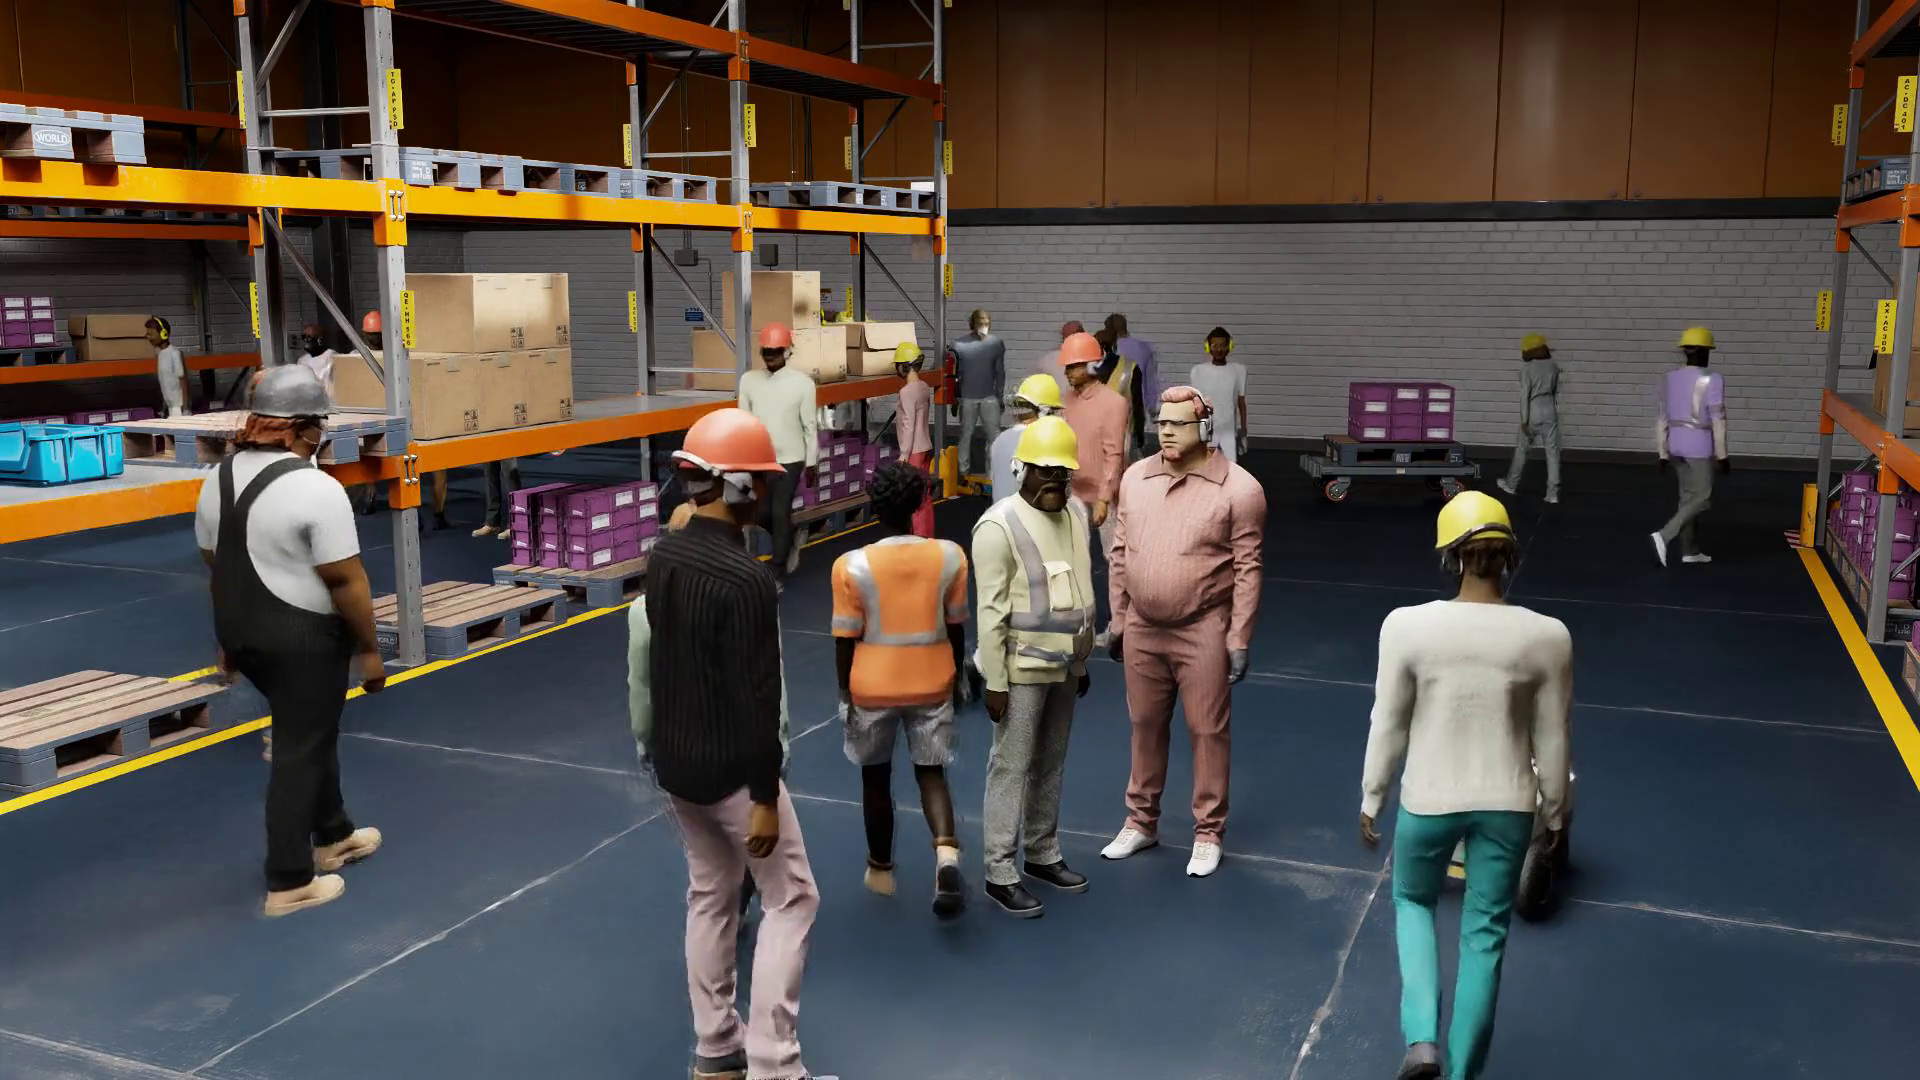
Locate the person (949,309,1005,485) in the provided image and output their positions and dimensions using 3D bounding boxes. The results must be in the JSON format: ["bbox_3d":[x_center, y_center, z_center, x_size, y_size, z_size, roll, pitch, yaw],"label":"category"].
[{"bbox_3d":[0.188,-1.490,17.711,0.646,1.912,0.550,-4,10,-22],"label":"person"}]

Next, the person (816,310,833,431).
[{"bbox_3d":[-1.621,-1.773,19.529,0.420,1.855,0.570,1,9,5],"label":"person"}]

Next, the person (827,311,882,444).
[{"bbox_3d":[-1.203,-1.652,18.827,0.988,1.862,0.576,0,9,2],"label":"person"}]

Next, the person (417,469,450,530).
[{"bbox_3d":[-4.718,-1.000,14.714,0.549,1.916,0.661,0,9,-3],"label":"person"}]

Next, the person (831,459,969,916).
[{"bbox_3d":[-0.200,0.547,6.006,0.535,1.675,0.627,-3,10,-17],"label":"person"}]

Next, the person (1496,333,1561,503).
[{"bbox_3d":[5.815,-1.244,16.854,0.515,1.678,0.909,-2,10,-14],"label":"person"}]

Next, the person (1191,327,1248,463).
[{"bbox_3d":[2.208,-0.878,14.163,0.549,1.841,0.782,0,9,2],"label":"person"}]

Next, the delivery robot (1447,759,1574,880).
[{"bbox_3d":[2.063,1.012,6.316,0.477,0.478,0.707,7,12,37],"label":"delivery robot"}]

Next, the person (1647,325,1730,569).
[{"bbox_3d":[5.689,-0.717,12.985,0.758,1.906,0.625,-3,10,-19],"label":"person"}]

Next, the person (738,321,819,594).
[{"bbox_3d":[-1.315,-0.607,12.122,0.628,1.977,0.753,4,10,22],"label":"person"}]

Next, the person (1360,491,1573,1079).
[{"bbox_3d":[1.414,0.735,4.662,0.564,1.735,0.412,2,10,11],"label":"person"}]

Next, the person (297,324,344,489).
[{"bbox_3d":[-6.075,-1.113,15.664,0.627,1.821,0.657,7,12,36],"label":"person"}]

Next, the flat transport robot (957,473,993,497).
[{"bbox_3d":[0.618,-0.525,16.774,0.652,0.197,1.431,-6,11,-31],"label":"flat transport robot"}]

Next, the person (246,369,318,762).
[{"bbox_3d":[-3.236,0.117,8.011,0.352,1.883,0.579,-3,10,-20],"label":"person"}]

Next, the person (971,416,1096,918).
[{"bbox_3d":[0.295,0.453,6.136,0.403,1.827,0.599,7,12,38],"label":"person"}]

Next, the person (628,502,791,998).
[{"bbox_3d":[-0.845,0.657,5.581,0.516,1.587,0.842,-2,10,-14],"label":"person"}]

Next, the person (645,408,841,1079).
[{"bbox_3d":[-0.626,0.621,4.661,0.466,1.978,0.628,-8,12,-39],"label":"person"}]

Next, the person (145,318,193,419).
[{"bbox_3d":[-8.079,-1.360,17.093,0.439,1.846,0.568,-8,12,-39],"label":"person"}]

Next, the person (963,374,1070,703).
[{"bbox_3d":[0.295,0.012,8.937,0.719,1.798,0.628,-5,10,-26],"label":"person"}]

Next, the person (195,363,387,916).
[{"bbox_3d":[-2.388,0.328,6.254,0.698,2.000,0.820,6,11,32],"label":"person"}]

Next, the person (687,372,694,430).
[{"bbox_3d":[-2.433,-1.157,16.187,0.522,1.728,0.868,4,10,24],"label":"person"}]

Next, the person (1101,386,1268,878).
[{"bbox_3d":[0.847,0.354,6.502,0.636,1.911,0.405,6,11,33],"label":"person"}]

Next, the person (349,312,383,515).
[{"bbox_3d":[-5.522,-1.200,15.827,0.551,1.934,0.362,-3,10,-15],"label":"person"}]

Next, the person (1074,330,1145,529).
[{"bbox_3d":[1.273,-0.940,14.677,0.647,1.797,0.905,3,10,16],"label":"person"}]

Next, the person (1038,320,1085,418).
[{"bbox_3d":[0.977,-1.088,15.358,0.686,1.875,0.769,7,12,37],"label":"person"}]

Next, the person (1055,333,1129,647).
[{"bbox_3d":[0.722,-0.272,10.144,0.939,1.949,0.633,-8,12,-40],"label":"person"}]

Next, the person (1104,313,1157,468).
[{"bbox_3d":[1.639,-1.281,16.409,0.653,1.904,0.502,-6,11,-34],"label":"person"}]

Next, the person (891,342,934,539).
[{"bbox_3d":[-0.394,-0.696,13.296,0.329,1.765,0.533,3,10,16],"label":"person"}]

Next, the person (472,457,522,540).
[{"bbox_3d":[-4.017,-0.922,14.416,0.507,1.846,0.341,5,11,28],"label":"person"}]
